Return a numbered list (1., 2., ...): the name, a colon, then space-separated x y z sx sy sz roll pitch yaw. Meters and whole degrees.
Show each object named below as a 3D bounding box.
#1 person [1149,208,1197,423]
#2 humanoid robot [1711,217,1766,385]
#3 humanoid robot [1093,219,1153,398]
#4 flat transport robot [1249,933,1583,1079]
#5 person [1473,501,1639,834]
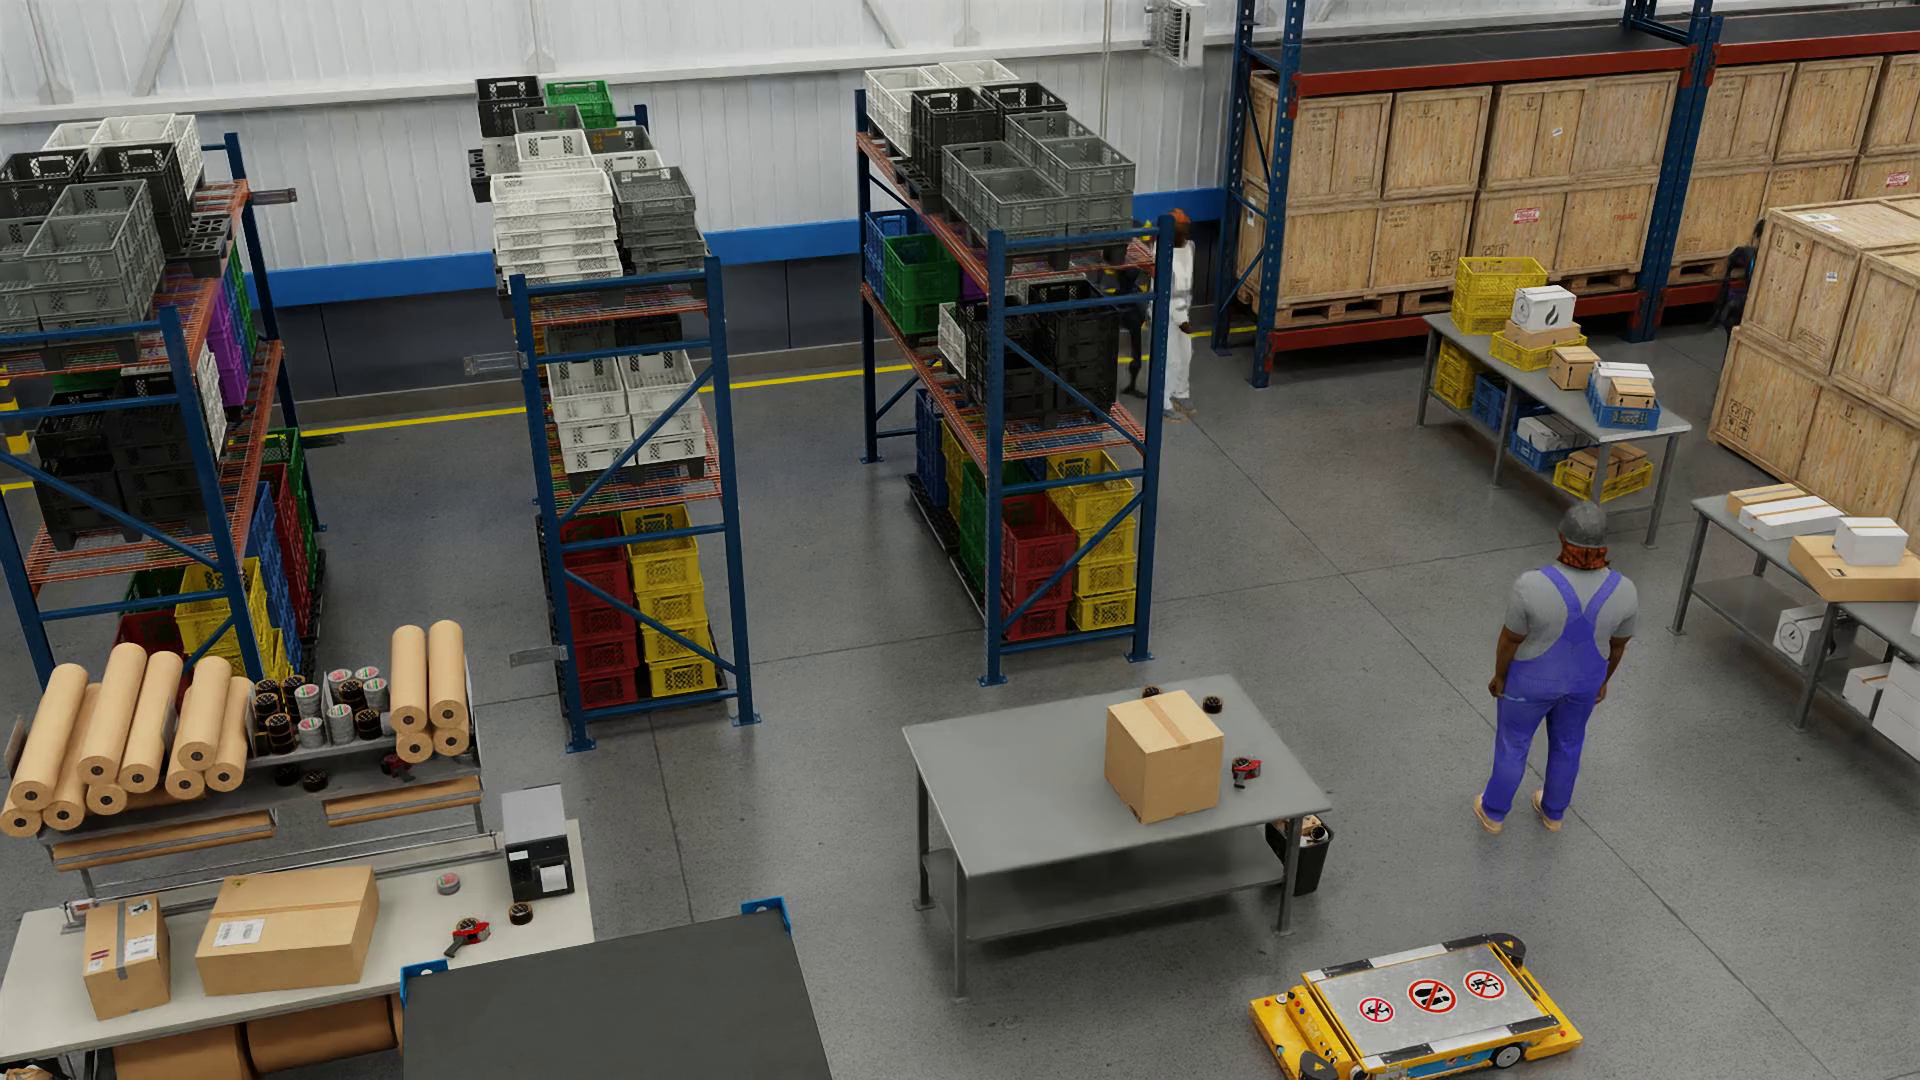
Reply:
1. person: 1.825 -1.856 13.888 0.510 1.858 0.601 24 37 36
2. humanoid robot: 6.749 -1.944 14.244 0.529 1.650 0.585 -21 35 -34
3. humanoid robot: 1.370 -1.974 14.304 0.664 1.640 0.514 -8 30 -14
4. flat transport robot: 2.184 2.282 7.980 1.431 0.197 0.652 -8 30 -14
5. person: 3.225 0.694 9.061 0.679 2.000 0.536 0 29 0
